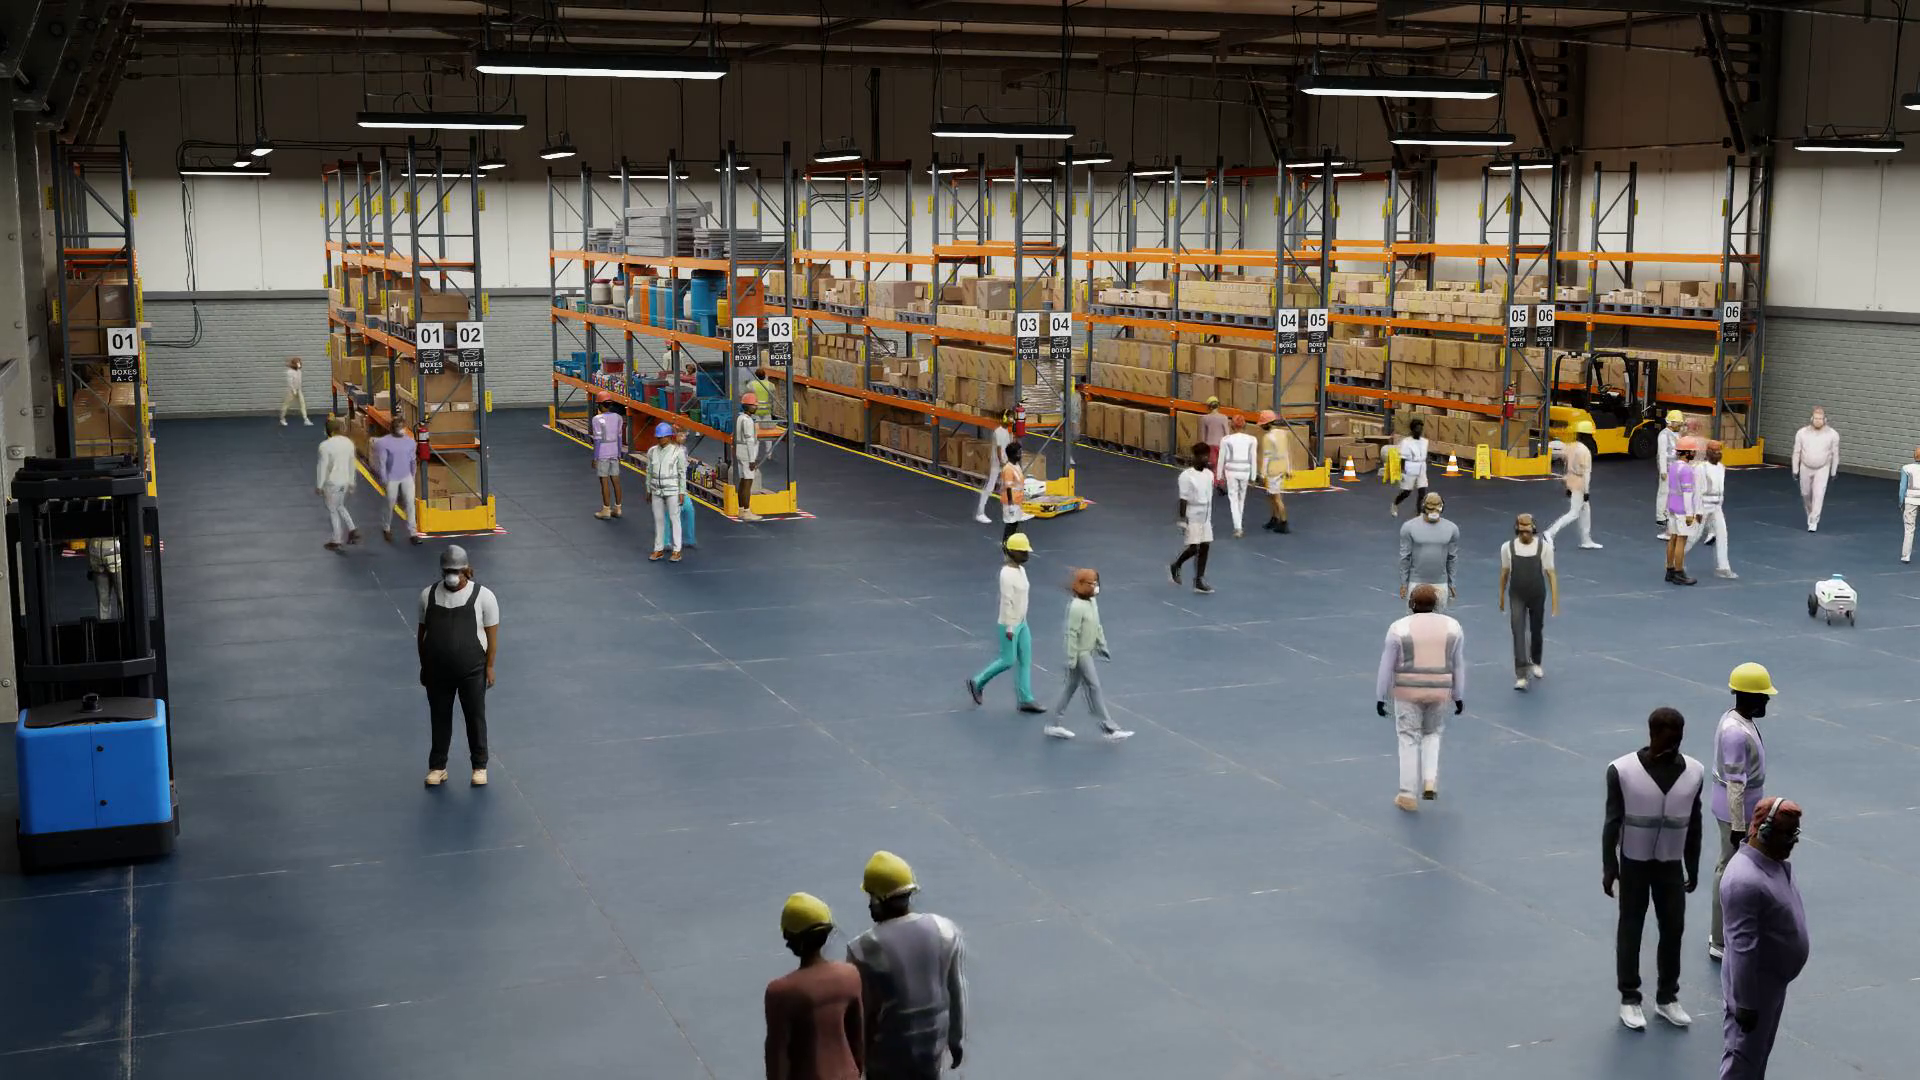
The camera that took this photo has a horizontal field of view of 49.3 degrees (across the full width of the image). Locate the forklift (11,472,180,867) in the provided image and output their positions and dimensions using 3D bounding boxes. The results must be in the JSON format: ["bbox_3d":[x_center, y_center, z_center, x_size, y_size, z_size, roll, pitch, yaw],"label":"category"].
[{"bbox_3d":[-6.630,0.886,15.957,1.129,2.768,1.873,-3,9,-21],"label":"forklift"}]

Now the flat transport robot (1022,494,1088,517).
[{"bbox_3d":[1.492,-0.570,34.324,0.652,0.197,1.431,5,10,29],"label":"flat transport robot"}]

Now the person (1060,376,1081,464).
[{"bbox_3d":[2.168,-2.371,41.356,0.489,1.731,0.453,-4,9,-25],"label":"person"}]

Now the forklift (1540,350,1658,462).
[{"bbox_3d":[12.897,-2.725,42.309,2.313,2.155,1.214,-3,9,-21],"label":"forklift"}]

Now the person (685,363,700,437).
[{"bbox_3d":[-5.981,-3.125,46.681,0.521,1.636,0.311,1,9,8],"label":"person"}]

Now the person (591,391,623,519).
[{"bbox_3d":[-5.696,-1.371,33.640,0.392,2.041,0.615,6,11,36],"label":"person"}]

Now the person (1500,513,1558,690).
[{"bbox_3d":[5.819,0.592,21.409,0.595,1.802,0.940,3,9,18],"label":"person"}]

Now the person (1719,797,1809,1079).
[{"bbox_3d":[3.960,2.196,10.334,0.409,1.903,0.638,5,10,32],"label":"person"}]

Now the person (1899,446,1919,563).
[{"bbox_3d":[13.339,-0.494,29.130,0.523,1.639,0.308,3,9,19],"label":"person"}]

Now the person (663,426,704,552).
[{"bbox_3d":[-4.024,-0.724,30.092,0.755,1.816,0.595,5,10,30],"label":"person"}]

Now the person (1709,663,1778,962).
[{"bbox_3d":[4.985,1.726,13.374,0.366,1.926,0.594,3,9,21],"label":"person"}]

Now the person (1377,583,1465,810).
[{"bbox_3d":[3.691,1.256,16.845,0.711,1.824,0.437,-1,9,-4],"label":"person"}]

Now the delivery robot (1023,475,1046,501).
[{"bbox_3d":[1.157,-0.847,34.916,0.477,0.478,0.707,4,9,26],"label":"delivery robot"}]

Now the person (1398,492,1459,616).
[{"bbox_3d":[4.875,0.458,21.803,0.627,1.938,0.370,0,9,0],"label":"person"}]

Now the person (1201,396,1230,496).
[{"bbox_3d":[4.454,-1.630,36.384,0.578,1.726,0.373,5,10,29],"label":"person"}]

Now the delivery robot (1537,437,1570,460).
[{"bbox_3d":[11.696,-1.767,41.053,0.477,0.478,0.707,-8,11,-42],"label":"delivery robot"}]

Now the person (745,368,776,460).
[{"bbox_3d":[-4.005,-2.529,42.031,0.634,1.842,0.429,-3,9,-17],"label":"person"}]

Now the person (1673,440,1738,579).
[{"bbox_3d":[10.008,-0.435,28.117,0.572,1.838,0.963,-5,10,-32],"label":"person"}]

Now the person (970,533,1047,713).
[{"bbox_3d":[0.474,0.788,20.200,0.691,1.744,0.535,4,9,24],"label":"person"}]

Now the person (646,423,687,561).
[{"bbox_3d":[-4.126,-0.674,29.314,0.615,1.944,0.396,3,9,21],"label":"person"}]

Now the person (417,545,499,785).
[{"bbox_3d":[-4.222,1.067,17.538,0.676,2.000,0.536,0,9,1],"label":"person"}]

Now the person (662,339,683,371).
[{"bbox_3d":[-6.998,-3.929,50.909,0.414,1.986,0.623,8,11,41],"label":"person"}]

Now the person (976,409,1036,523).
[{"bbox_3d":[0.680,-1.153,32.983,1.024,1.802,0.554,4,9,25],"label":"person"}]

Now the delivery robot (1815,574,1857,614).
[{"bbox_3d":[10.435,0.649,24.944,0.477,0.478,0.707,2,9,11],"label":"delivery robot"}]

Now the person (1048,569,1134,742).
[{"bbox_3d":[1.171,1.045,19.032,0.852,1.586,0.514,3,9,19],"label":"person"}]

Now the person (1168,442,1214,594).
[{"bbox_3d":[2.997,-0.297,26.781,0.630,1.948,0.570,-8,11,-41],"label":"person"}]

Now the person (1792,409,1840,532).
[{"bbox_3d":[13.232,-1.104,32.388,0.646,1.877,0.883,5,10,32],"label":"person"}]

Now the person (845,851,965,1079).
[{"bbox_3d":[-0.257,2.336,9.645,0.628,1.821,0.500,-5,10,-29],"label":"person"}]

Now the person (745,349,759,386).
[{"bbox_3d":[-5.050,-4.008,51.664,0.652,1.907,0.575,1,9,10],"label":"person"}]

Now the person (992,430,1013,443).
[{"bbox_3d":[0.918,-2.574,43.158,0.495,1.591,0.869,-4,9,-26],"label":"person"}]

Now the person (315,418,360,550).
[{"bbox_3d":[-9.046,-0.814,30.323,0.454,1.922,0.642,4,9,24],"label":"person"}]

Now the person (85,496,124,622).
[{"bbox_3d":[-9.436,0.289,23.260,0.586,1.837,0.403,1,9,5],"label":"person"}]

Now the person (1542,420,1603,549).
[{"bbox_3d":[8.891,-0.795,30.316,0.865,1.900,0.595,0,9,0],"label":"person"}]

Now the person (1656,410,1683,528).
[{"bbox_3d":[11.087,-1.119,32.668,0.403,1.828,0.594,7,11,40],"label":"person"}]

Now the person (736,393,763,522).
[{"bbox_3d":[-3.363,-1.323,33.330,0.394,2.040,0.609,-3,9,-20],"label":"person"}]

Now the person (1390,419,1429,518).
[{"bbox_3d":[7.110,-1.087,32.980,0.538,1.679,0.686,-4,9,-25],"label":"person"}]

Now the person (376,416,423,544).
[{"bbox_3d":[-8.330,-0.901,31.032,0.628,1.890,0.991,-5,10,-32],"label":"person"}]

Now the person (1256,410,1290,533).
[{"bbox_3d":[4.748,-1.046,31.993,0.700,1.890,0.610,7,11,38],"label":"person"}]

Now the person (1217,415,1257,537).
[{"bbox_3d":[4.195,-0.966,31.659,0.590,1.856,0.913,-1,9,-7],"label":"person"}]

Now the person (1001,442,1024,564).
[{"bbox_3d":[0.736,-0.519,29.107,0.317,1.695,0.539,2,9,15],"label":"person"}]

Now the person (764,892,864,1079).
[{"bbox_3d":[-0.621,2.434,9.251,0.566,1.741,0.531,-8,12,-43],"label":"person"}]

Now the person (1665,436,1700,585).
[{"bbox_3d":[9.496,-0.398,27.500,0.361,1.939,0.543,0,9,-3],"label":"person"}]

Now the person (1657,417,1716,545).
[{"bbox_3d":[10.829,-0.880,30.956,0.658,1.871,0.951,-5,10,-31],"label":"person"}]

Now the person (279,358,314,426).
[{"bbox_3d":[-15.645,-3.478,49.159,0.844,1.596,0.493,3,9,21],"label":"person"}]

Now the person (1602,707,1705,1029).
[{"bbox_3d":[4.066,1.900,12.303,0.608,1.906,0.446,-1,9,-5],"label":"person"}]
